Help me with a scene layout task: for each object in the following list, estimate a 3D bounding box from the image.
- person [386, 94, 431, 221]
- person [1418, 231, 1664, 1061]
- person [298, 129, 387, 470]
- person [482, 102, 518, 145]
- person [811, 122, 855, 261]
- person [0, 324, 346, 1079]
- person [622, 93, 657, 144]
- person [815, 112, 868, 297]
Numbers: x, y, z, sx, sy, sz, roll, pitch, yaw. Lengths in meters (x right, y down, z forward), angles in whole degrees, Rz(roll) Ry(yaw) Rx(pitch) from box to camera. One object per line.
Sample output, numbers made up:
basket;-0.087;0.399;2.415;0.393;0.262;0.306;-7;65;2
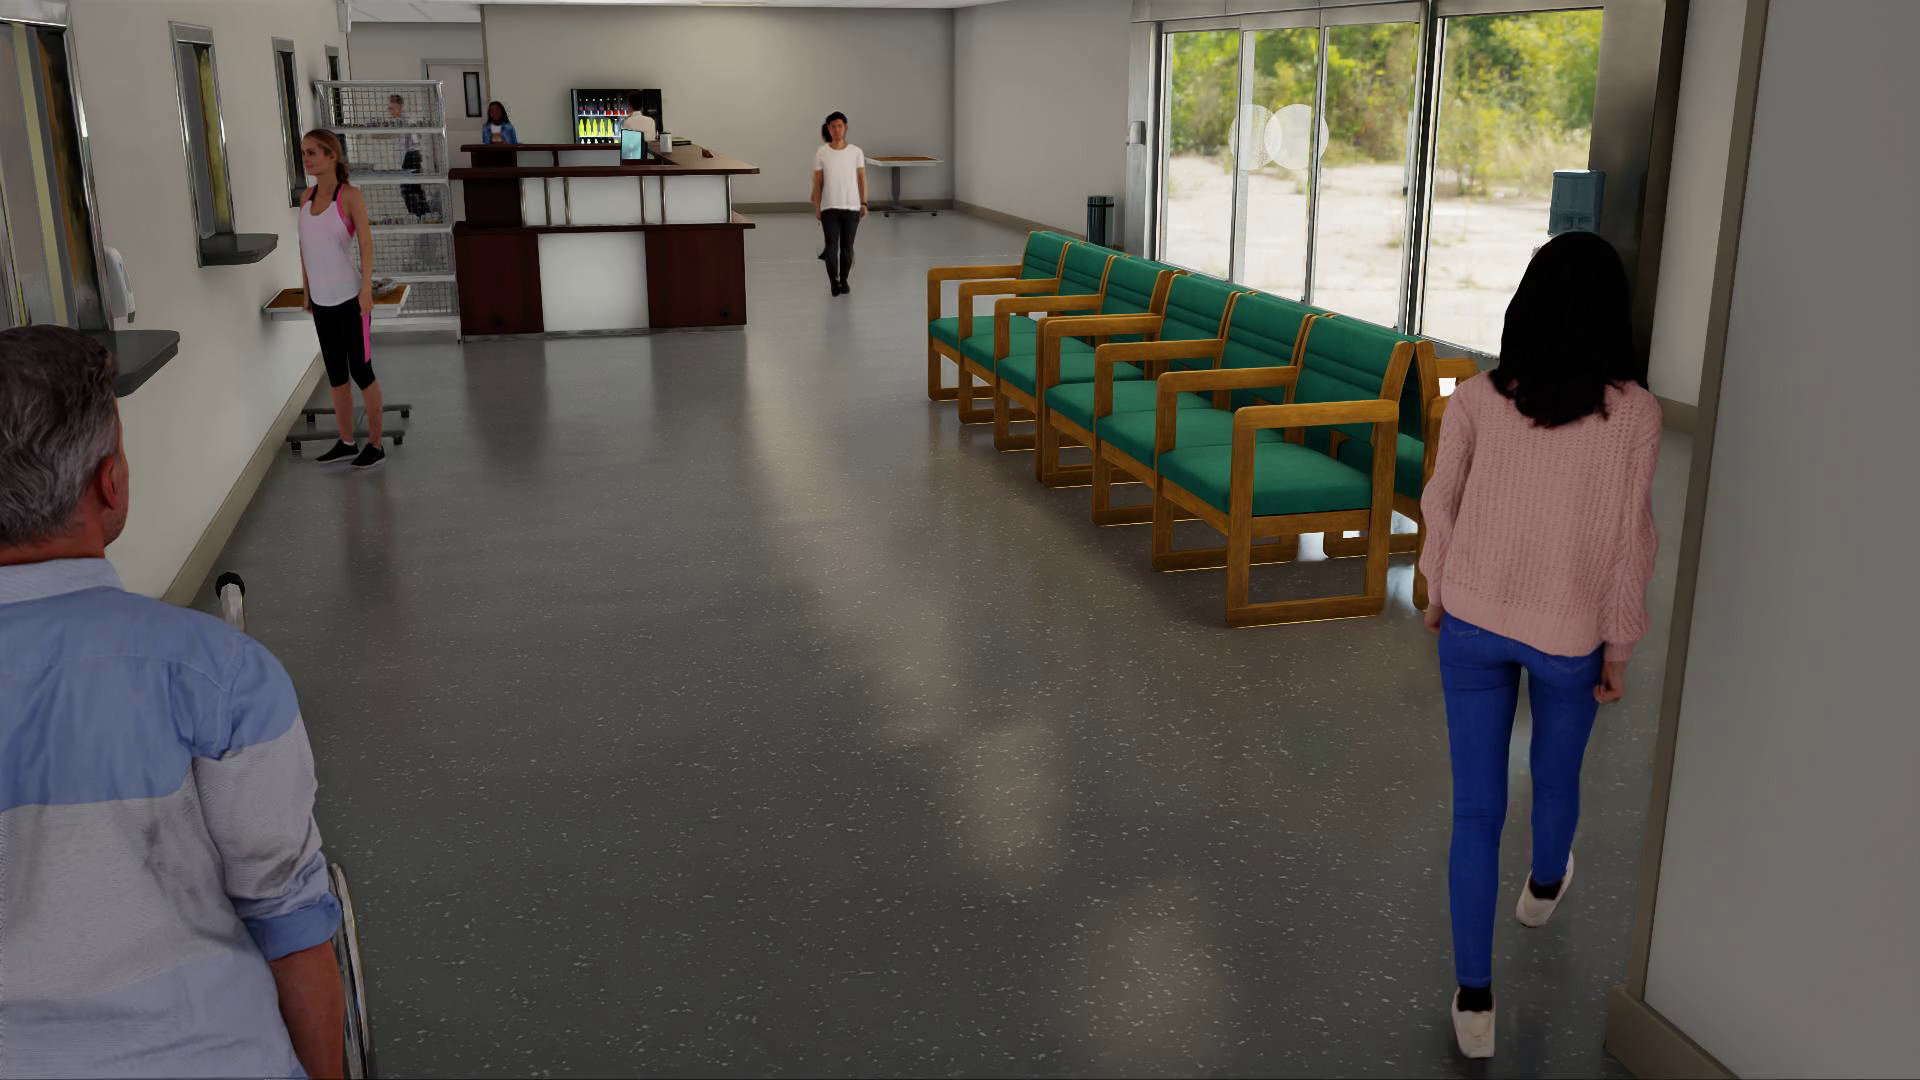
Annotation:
person;-7.197;-4.927;21.843;0.752;1.776;0.911;3;16;10
person;1.178;0.265;3.526;1.127;1.721;1.147;7;17;24
person;-3.299;-1.277;8.876;0.662;1.787;0.746;7;17;23
person;-5.794;-4.688;21.181;1.151;1.674;0.812;-1;16;-5
person;-1.397;-3.783;18.241;1.004;1.528;0.913;-14;21;-41
person;-0.945;0.668;1.900;0.560;1.827;0.774;-2;16;-6
person;-4.067;-4.819;21.461;1.191;1.774;0.979;-10;19;-32
person;-1.123;-3.154;15.718;0.975;1.687;0.742;-3;16;-9
